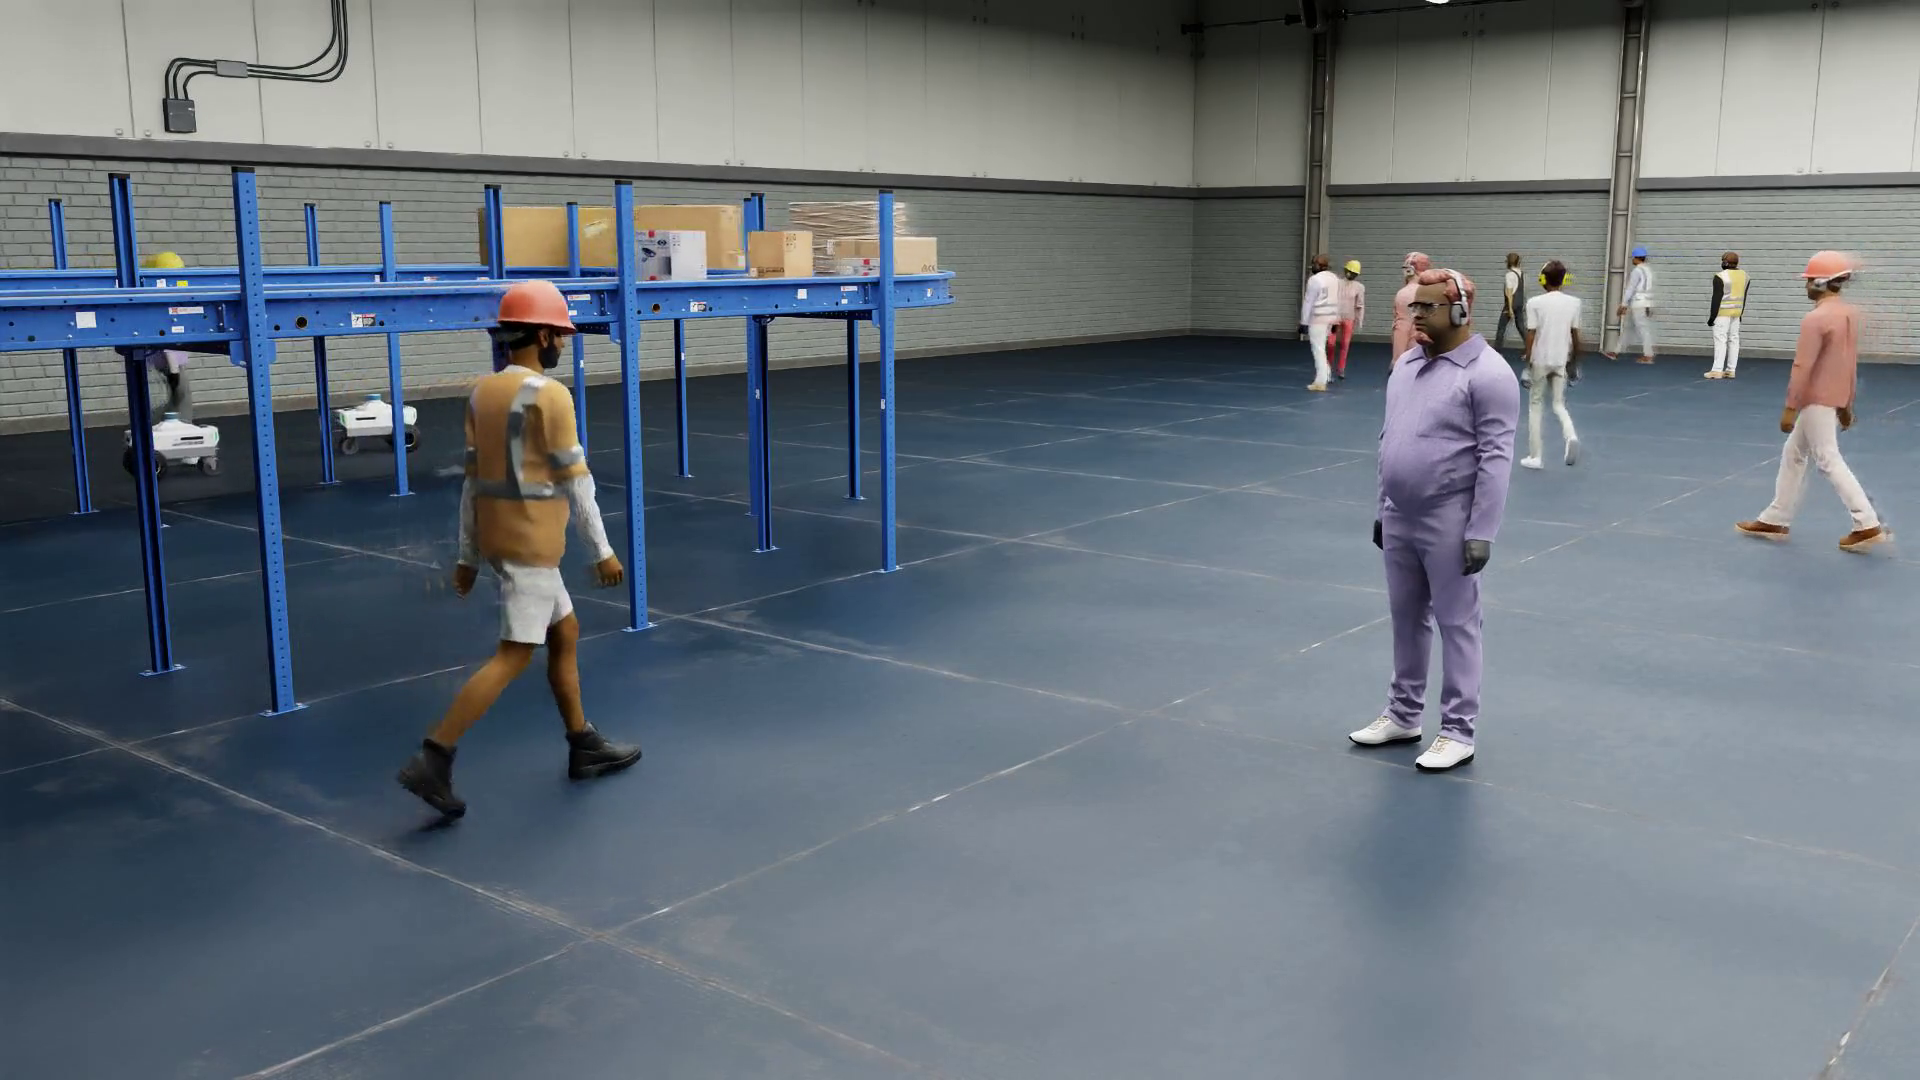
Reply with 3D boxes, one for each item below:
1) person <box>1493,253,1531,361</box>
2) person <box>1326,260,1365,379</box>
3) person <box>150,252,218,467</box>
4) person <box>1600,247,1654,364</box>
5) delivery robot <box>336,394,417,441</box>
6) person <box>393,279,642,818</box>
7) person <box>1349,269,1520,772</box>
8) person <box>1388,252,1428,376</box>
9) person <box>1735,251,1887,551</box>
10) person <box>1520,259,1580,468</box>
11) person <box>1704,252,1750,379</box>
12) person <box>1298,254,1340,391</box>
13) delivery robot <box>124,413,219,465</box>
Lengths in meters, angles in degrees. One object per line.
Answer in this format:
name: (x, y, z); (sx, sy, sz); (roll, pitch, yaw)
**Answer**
person: (9.420, -3.954, 28.185); (0.509, 1.810, 0.934); (-7, 12, -34)
person: (5.601, -3.214, 24.274); (0.563, 1.719, 0.551); (1, 10, 6)
person: (-7.070, -1.605, 14.832); (0.636, 1.911, 0.606); (-5, 11, -25)
person: (11.053, -3.864, 27.394); (0.970, 1.901, 0.607); (8, 13, 37)
delivery robot: (-5.617, -1.161, 16.005); (0.707, 0.478, 0.477); (-5, 12, -28)
person: (-1.624, 0.016, 5.962); (0.982, 1.893, 0.544); (-9, 13, -40)
person: (1.820, -0.083, 6.432); (0.408, 1.908, 0.641); (-5, 11, -27)
person: (4.135, -1.664, 15.198); (0.651, 1.904, 0.403); (-8, 13, -38)
person: (5.713, -0.922, 10.966); (0.628, 1.954, 1.003); (-9, 14, -41)
person: (5.208, -1.535, 14.645); (0.520, 1.853, 0.636); (-1, 10, -8)
person: (11.249, -3.301, 24.442); (0.624, 1.844, 0.429); (-4, 11, -23)
person: (4.845, -2.934, 22.467); (0.462, 1.827, 0.645); (9, 13, 40)
delivery robot: (-6.770, -0.853, 14.301); (0.707, 0.478, 0.477); (-7, 13, -35)
